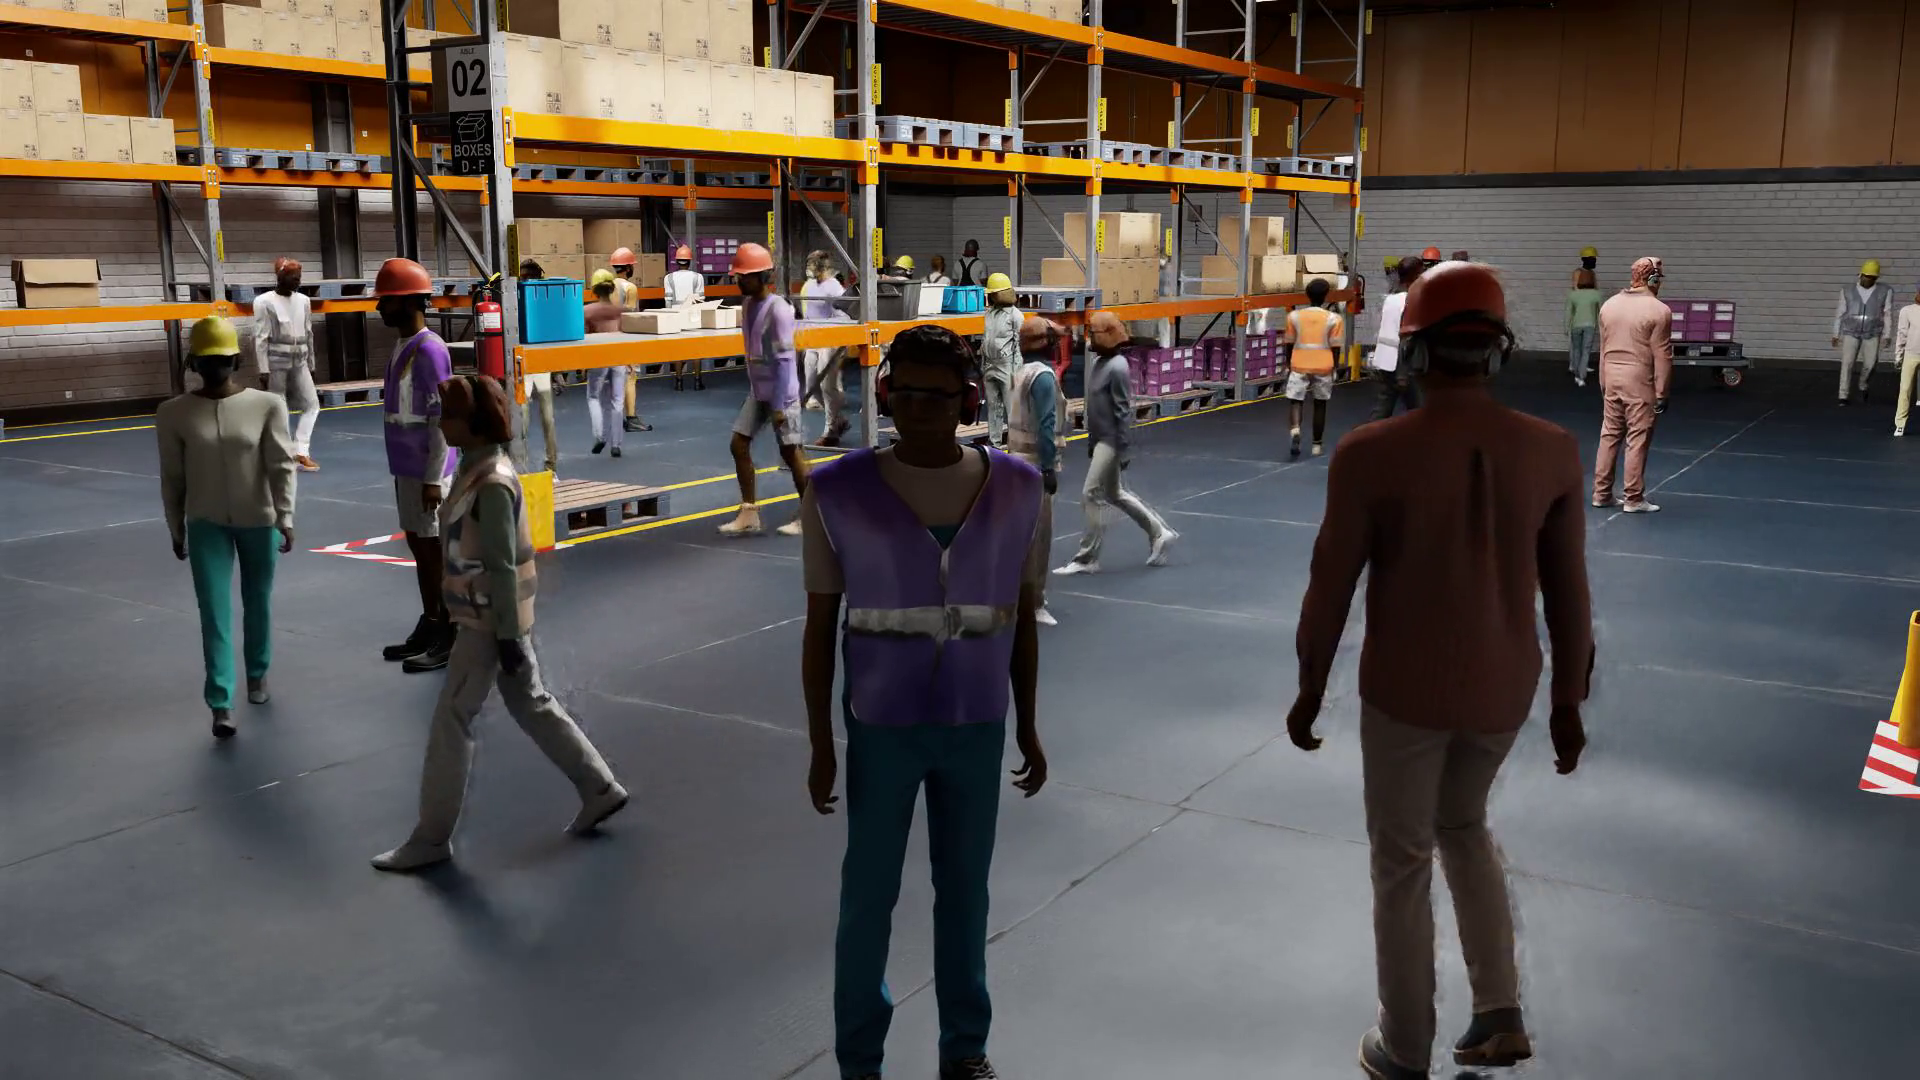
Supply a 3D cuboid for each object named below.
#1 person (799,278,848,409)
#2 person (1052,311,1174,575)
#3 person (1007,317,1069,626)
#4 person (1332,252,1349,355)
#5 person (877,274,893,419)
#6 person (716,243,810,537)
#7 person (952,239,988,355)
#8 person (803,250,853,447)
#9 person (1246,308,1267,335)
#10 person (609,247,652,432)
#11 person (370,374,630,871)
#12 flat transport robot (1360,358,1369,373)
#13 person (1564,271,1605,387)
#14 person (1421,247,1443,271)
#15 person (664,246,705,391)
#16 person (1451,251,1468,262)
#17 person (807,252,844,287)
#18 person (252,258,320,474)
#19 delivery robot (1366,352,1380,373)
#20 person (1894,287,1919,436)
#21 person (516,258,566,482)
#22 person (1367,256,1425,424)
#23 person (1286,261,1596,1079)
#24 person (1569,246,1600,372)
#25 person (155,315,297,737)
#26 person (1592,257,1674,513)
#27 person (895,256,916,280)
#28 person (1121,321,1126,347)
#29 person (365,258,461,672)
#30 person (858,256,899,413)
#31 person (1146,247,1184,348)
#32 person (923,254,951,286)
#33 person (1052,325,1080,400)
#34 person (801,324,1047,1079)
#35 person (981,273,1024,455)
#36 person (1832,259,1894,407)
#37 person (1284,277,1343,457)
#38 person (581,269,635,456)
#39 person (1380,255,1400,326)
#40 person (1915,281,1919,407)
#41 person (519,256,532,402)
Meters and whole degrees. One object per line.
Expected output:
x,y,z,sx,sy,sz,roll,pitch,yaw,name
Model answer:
-1.647,-2.460,19.968,0.570,1.798,0.709,-10,14,-43,person
0.955,-0.591,10.119,0.762,1.608,0.509,-2,10,-12,person
0.401,-0.365,8.843,0.331,1.621,0.602,-1,10,-6,person
6.039,-3.667,26.538,0.745,1.844,0.580,7,12,33,person
-0.922,-2.202,18.947,0.310,1.638,0.522,-4,11,-22,person
-1.328,-0.983,11.206,0.870,1.990,0.627,-7,13,-35,person
0.236,-4.309,29.507,0.682,2.000,0.537,5,12,28,person
-1.278,-1.879,16.392,0.570,1.925,0.671,-6,12,-32,person
4.543,-3.599,26.103,0.886,1.848,0.578,-10,14,-43,person
-3.535,-2.112,17.608,0.547,1.942,0.350,9,14,42,person
-1.506,0.250,5.452,0.827,1.603,0.517,-3,11,-17,person
6.104,-2.637,25.148,0.652,0.197,1.431,-8,13,-37,flat transport robot
8.732,-2.947,23.231,0.517,1.584,0.882,6,12,31,person
6.019,-2.798,21.430,0.552,1.932,0.377,10,14,43,person
-3.691,-2.972,22.384,0.542,1.938,0.358,-1,10,-6,person
7.313,-3.228,24.017,0.670,1.860,0.658,-9,13,-40,person
-2.145,-3.601,26.138,0.631,1.842,0.428,4,11,22,person
-5.797,-1.488,14.346,0.466,1.868,0.646,7,12,34,person
6.159,-2.613,23.966,0.477,0.478,0.707,10,14,43,delivery robot
9.892,-1.862,17.102,0.498,1.629,0.276,5,11,27,person
-3.515,-1.372,13.697,0.513,1.876,0.328,-2,10,-11,person
3.806,-1.424,13.956,0.971,1.874,0.625,-1,10,-7,person
1.124,0.342,3.913,0.638,1.972,0.440,-2,10,-13,person
9.592,-3.538,25.543,0.363,1.930,0.587,9,14,42,person
-3.043,-0.075,6.953,0.526,1.714,0.948,-4,11,-23,person
5.040,-1.146,12.393,0.402,1.901,0.647,-5,11,-24,person
-0.687,-2.842,22.003,0.699,1.806,0.617,-9,14,-41,person
2.910,-4.609,31.467,0.627,1.935,0.371,-1,10,-6,person
-2.573,-0.350,7.855,0.356,1.937,0.552,-7,12,-33,person
-0.913,-2.388,19.429,0.624,1.838,0.430,2,10,9,person
3.193,-3.600,25.917,0.639,1.924,0.747,8,13,39,person
-0.370,-3.279,24.440,0.518,1.818,0.857,7,12,33,person
1.202,-2.530,20.485,0.529,1.744,0.680,6,12,32,person
-0.082,0.429,3.803,0.567,1.839,0.377,-3,11,-19,person
0.351,-1.493,14.750,0.307,1.736,0.484,-10,14,-43,person
10.965,-2.509,20.214,0.668,1.799,0.515,6,12,28,person
3.253,-1.579,15.362,0.538,1.680,0.641,3,11,16,person
-3.308,-1.656,15.610,0.539,1.749,0.403,-4,11,-19,person
6.973,-3.670,26.677,0.602,1.786,0.781,-5,11,-25,person
11.847,-2.549,20.096,0.378,1.918,0.585,-8,13,-38,person
-5.592,-2.705,20.739,0.621,1.997,0.372,5,11,24,person
